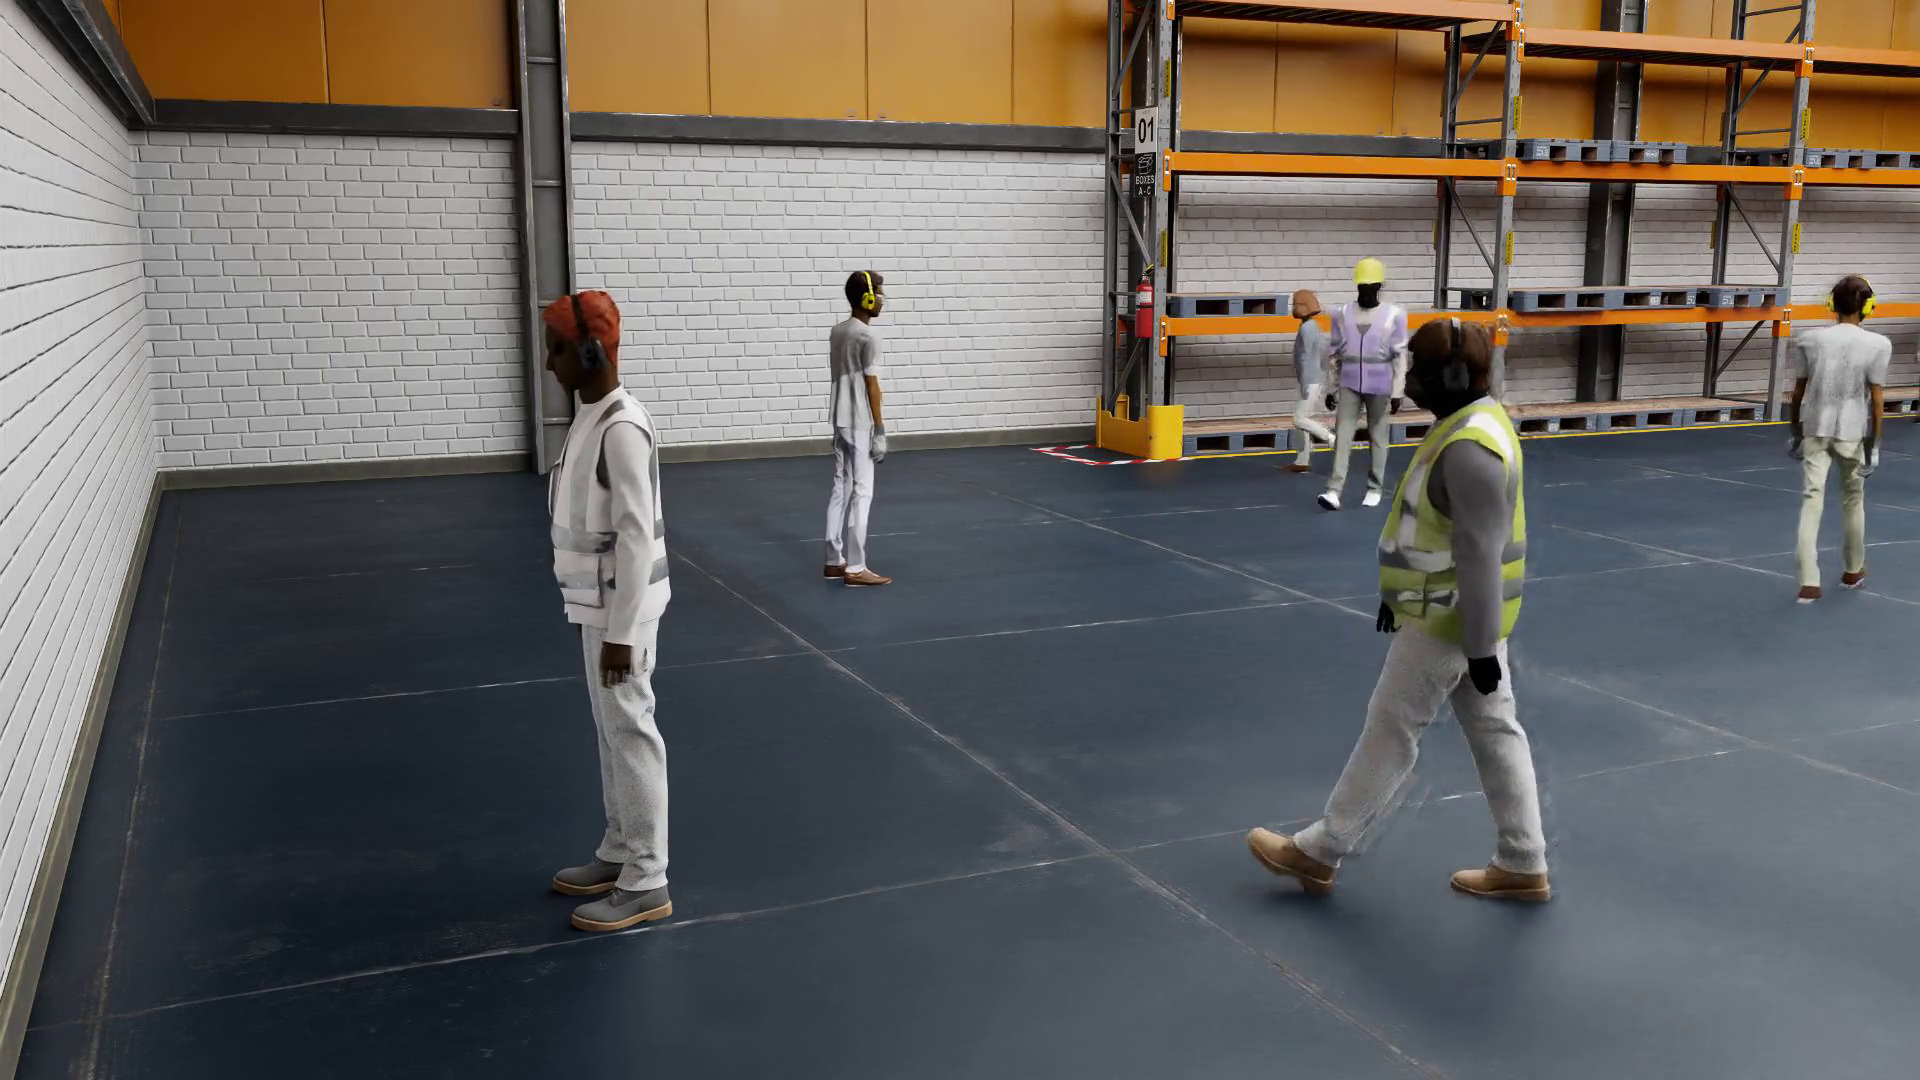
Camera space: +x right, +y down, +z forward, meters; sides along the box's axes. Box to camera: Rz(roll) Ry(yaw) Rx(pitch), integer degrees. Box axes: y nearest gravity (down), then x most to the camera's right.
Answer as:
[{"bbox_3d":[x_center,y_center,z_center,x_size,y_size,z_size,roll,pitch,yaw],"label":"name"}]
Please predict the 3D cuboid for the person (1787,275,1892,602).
[{"bbox_3d":[5.019,-0.586,9.523,0.515,1.834,0.907,7,12,35],"label":"person"}]

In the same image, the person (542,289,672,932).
[{"bbox_3d":[-1.042,0.208,4.933,0.356,1.886,0.573,-4,11,-20],"label":"person"}]

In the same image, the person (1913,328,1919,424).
[{"bbox_3d":[10.840,-2.077,18.367,0.510,1.632,0.276,2,10,13],"label":"person"}]

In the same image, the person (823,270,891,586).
[{"bbox_3d":[-0.602,-0.657,9.847,0.353,1.857,0.511,-6,12,-30],"label":"person"}]

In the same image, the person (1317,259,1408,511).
[{"bbox_3d":[3.009,-1.146,12.478,0.627,1.883,0.952,5,12,28],"label":"person"}]

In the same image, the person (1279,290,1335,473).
[{"bbox_3d":[3.083,-1.359,14.436,0.514,1.619,0.498,3,11,15],"label":"person"}]

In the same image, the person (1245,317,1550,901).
[{"bbox_3d":[1.399,0.225,5.090,0.953,1.794,0.631,4,11,20],"label":"person"}]
